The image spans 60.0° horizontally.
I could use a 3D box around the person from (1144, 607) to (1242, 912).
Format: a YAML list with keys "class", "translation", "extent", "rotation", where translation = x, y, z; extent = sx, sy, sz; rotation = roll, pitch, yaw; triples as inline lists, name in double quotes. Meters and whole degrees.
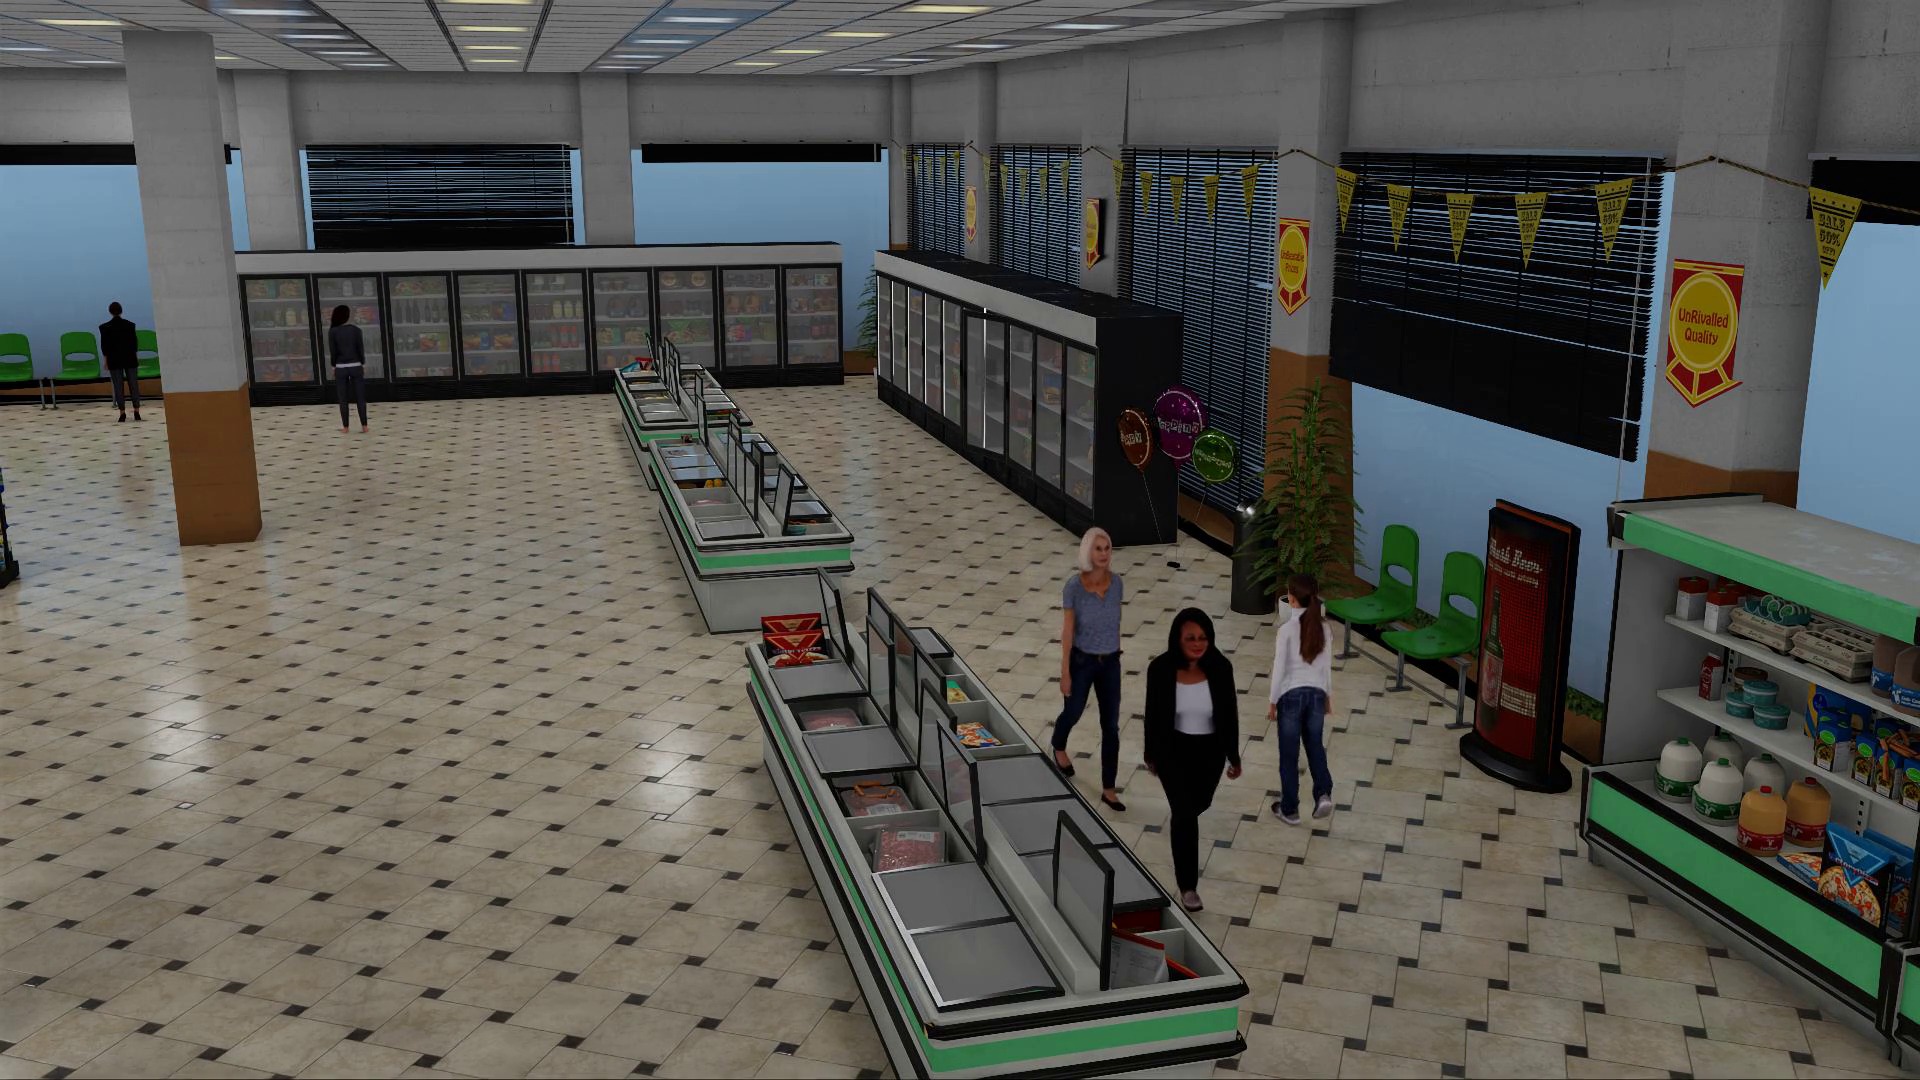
- class: "person"
  translation: [1.230, 1.126, 8.984]
  extent: [0.736, 1.585, 1.129]
  rotation: [-2, 14, -9]

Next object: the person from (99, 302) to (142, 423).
- class: "person"
  translation: [-12.039, -2.561, 23.901]
  extent: [0.715, 1.719, 0.688]
  rotation: [-9, 17, -34]

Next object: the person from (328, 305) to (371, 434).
- class: "person"
  translation: [-8.466, -2.374, 23.027]
  extent: [0.634, 1.767, 0.559]
  rotation: [-6, 15, -23]

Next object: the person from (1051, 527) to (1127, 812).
- class: "person"
  translation: [0.770, 0.761, 10.274]
  extent: [0.644, 1.686, 1.130]
  rotation: [-5, 14, -19]

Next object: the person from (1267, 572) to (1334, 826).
- class: "person"
  translation: [2.037, 0.960, 9.742]
  extent: [0.534, 1.551, 0.711]
  rotation: [-4, 14, -15]
